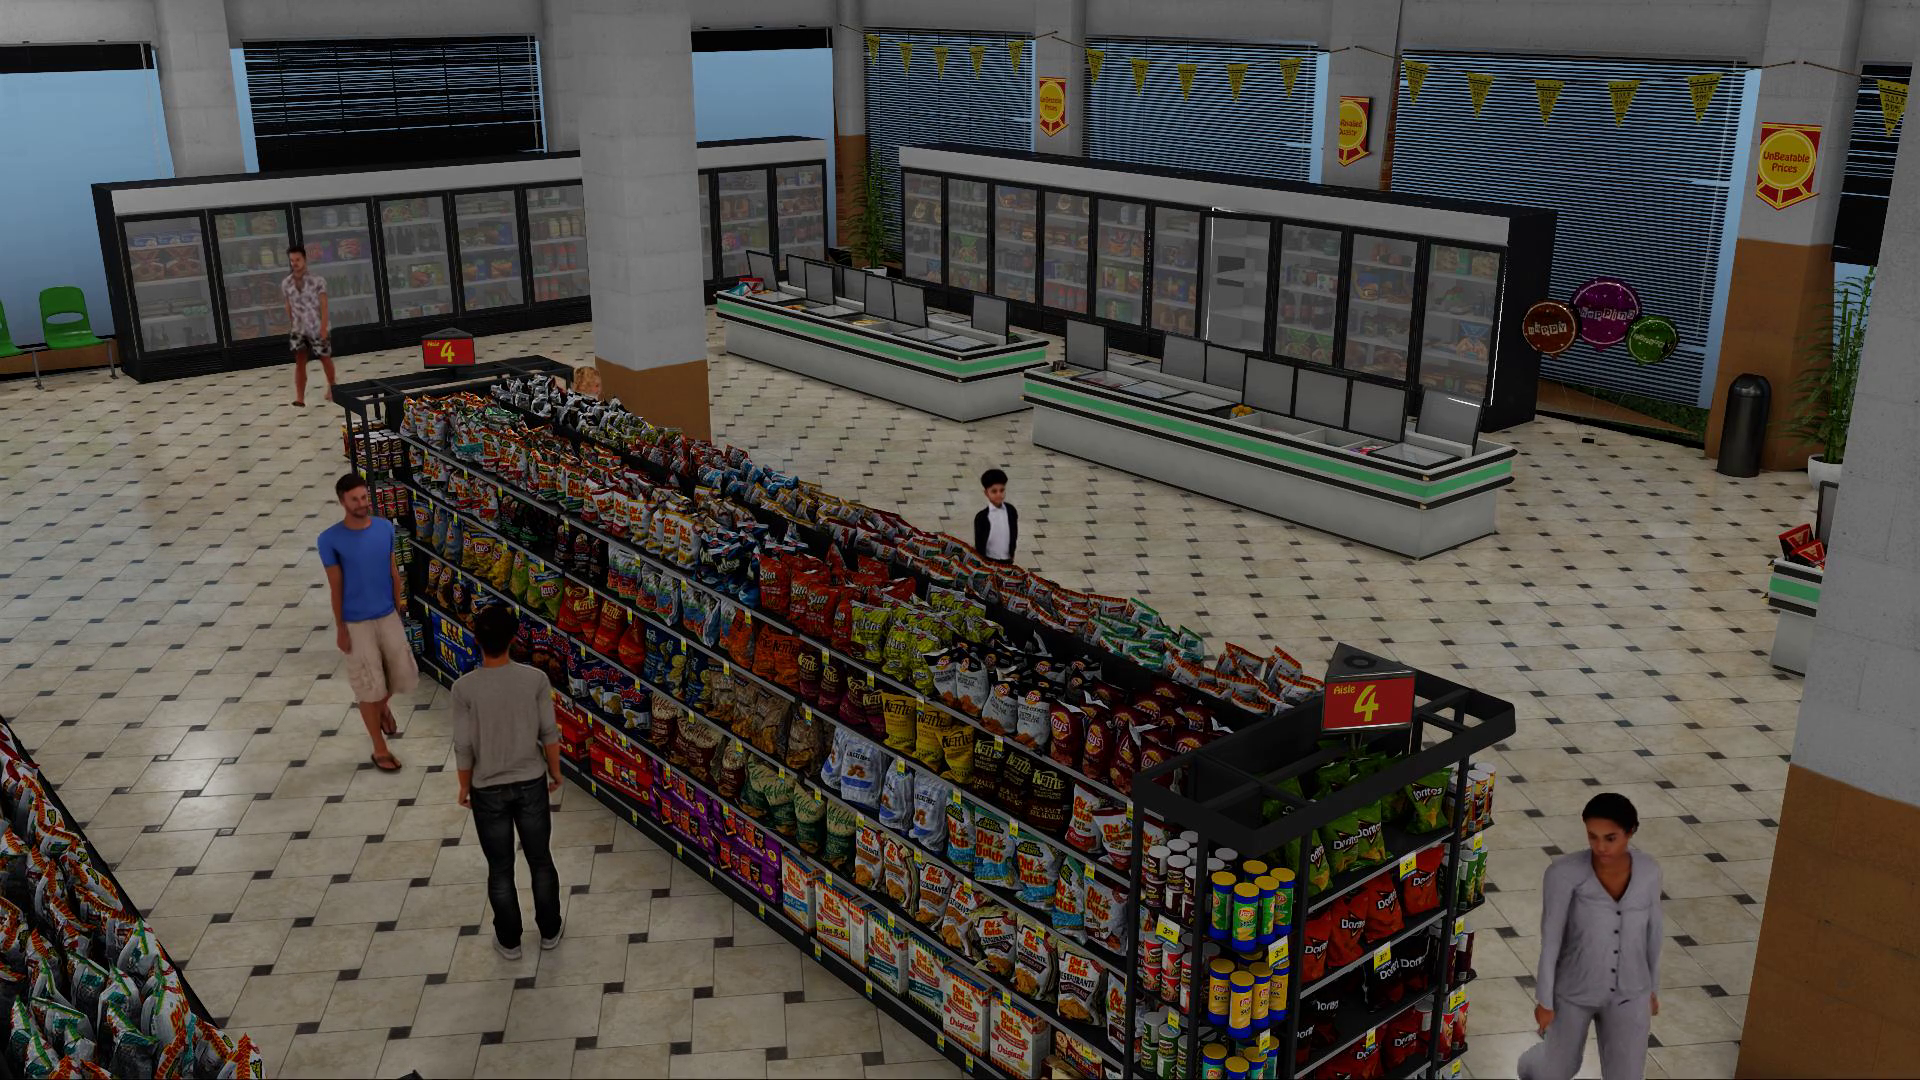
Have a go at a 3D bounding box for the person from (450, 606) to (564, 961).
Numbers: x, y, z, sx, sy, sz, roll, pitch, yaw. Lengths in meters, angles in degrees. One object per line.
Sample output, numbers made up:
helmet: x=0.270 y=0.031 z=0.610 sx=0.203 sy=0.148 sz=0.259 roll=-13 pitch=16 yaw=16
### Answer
person: x=-2.201 y=1.186 z=8.127 sx=0.717 sy=1.811 sz=0.645 roll=-8 pitch=20 yaw=-22

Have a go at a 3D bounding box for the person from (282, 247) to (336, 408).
person: x=-7.329 y=-2.415 z=18.874 sx=1.123 sy=1.768 sz=1.252 roll=-1 pitch=19 yaw=-2

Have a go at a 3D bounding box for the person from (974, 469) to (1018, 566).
person: x=0.245 y=0.058 z=12.405 sx=0.629 sy=1.217 sz=0.749 roll=-7 pitch=20 yaw=-19

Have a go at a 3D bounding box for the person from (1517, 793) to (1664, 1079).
person: x=2.487 y=1.749 z=6.635 sx=1.104 sy=1.698 sz=1.209 roll=0 pitch=19 yaw=-1

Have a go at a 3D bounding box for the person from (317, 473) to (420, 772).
person: x=-3.656 y=0.475 z=10.179 sx=0.625 sy=1.849 sz=0.821 roll=-15 pitch=24 yaw=-38
